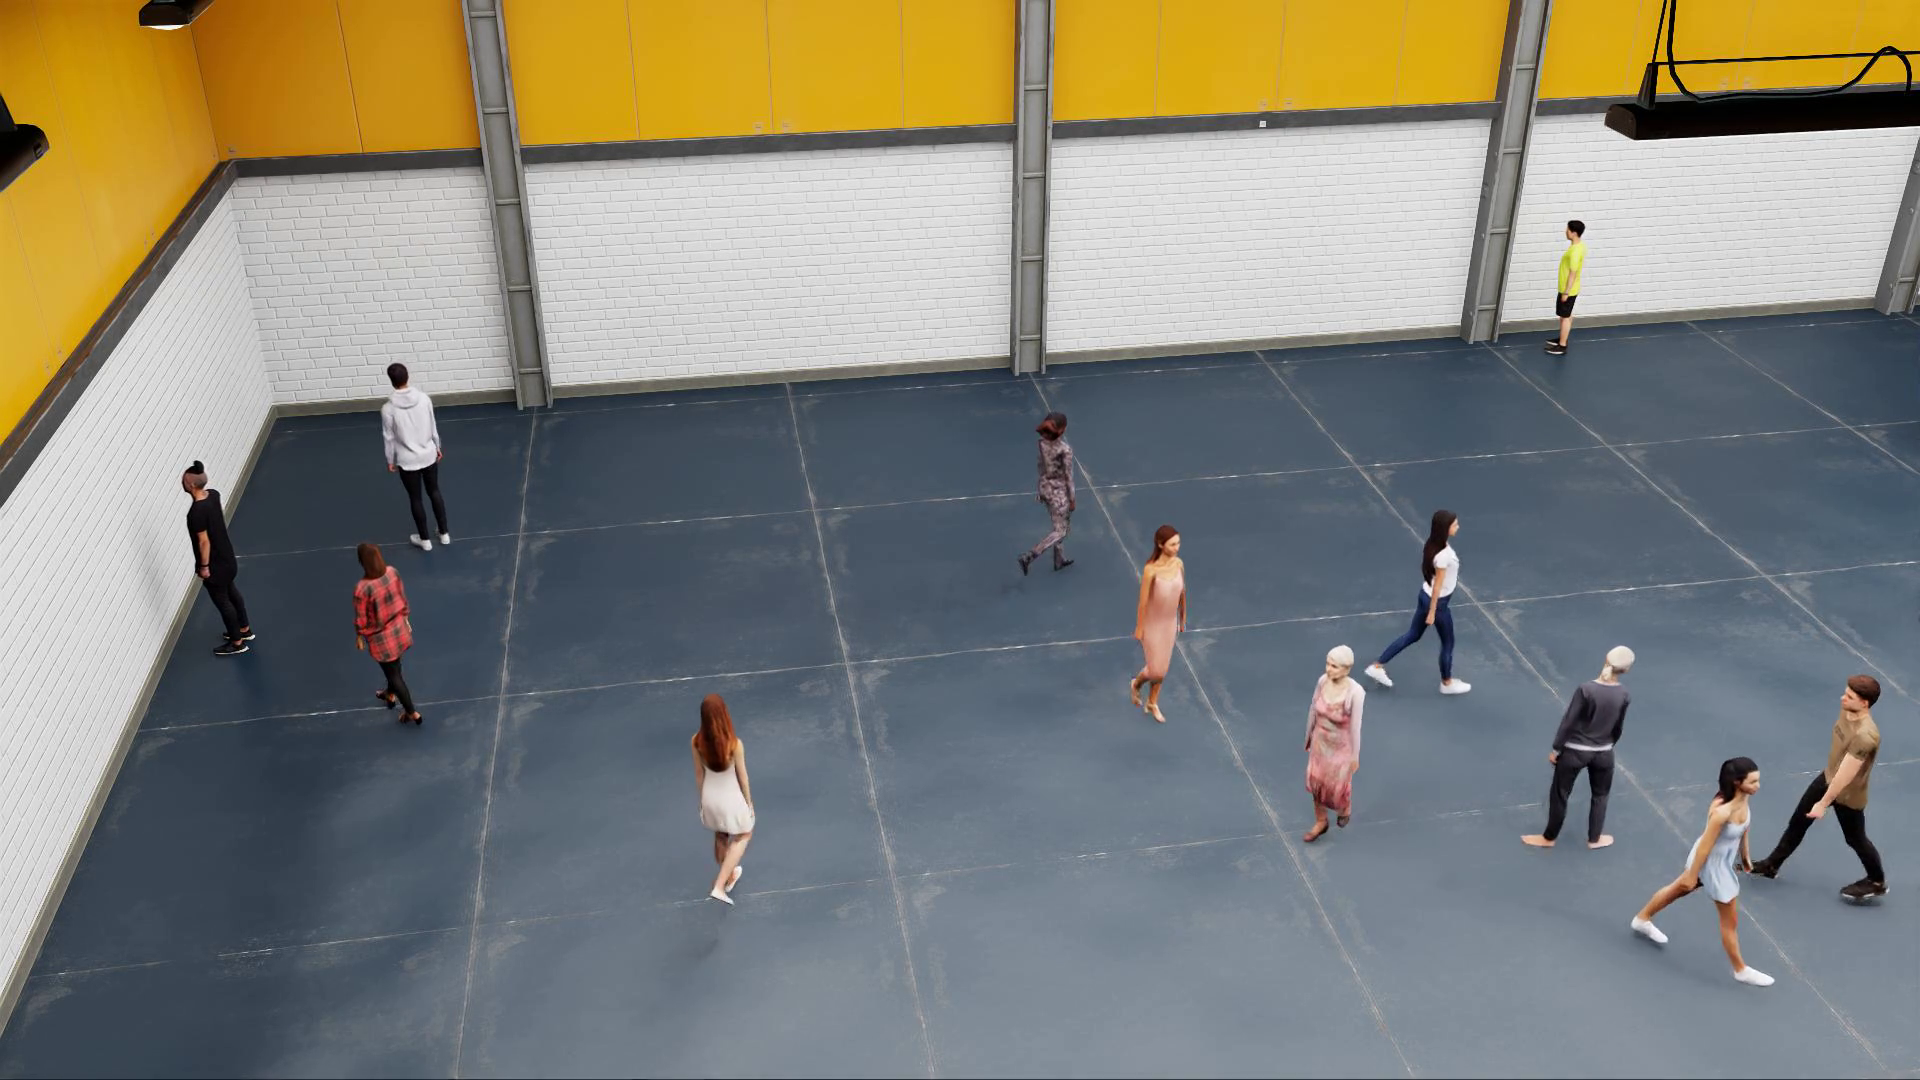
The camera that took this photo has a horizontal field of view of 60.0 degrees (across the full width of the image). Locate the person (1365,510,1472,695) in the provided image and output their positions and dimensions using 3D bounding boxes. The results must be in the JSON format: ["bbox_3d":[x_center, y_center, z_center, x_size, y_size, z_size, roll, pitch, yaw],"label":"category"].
[{"bbox_3d":[3.895,0.549,14.031,1.189,1.740,0.798,2,29,4],"label":"person"}]

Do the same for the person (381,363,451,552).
[{"bbox_3d":[-5.333,-0.824,16.365,0.759,1.916,0.868,-23,36,-35],"label":"person"}]

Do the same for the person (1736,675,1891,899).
[{"bbox_3d":[6.305,1.789,11.695,1.328,1.801,0.921,3,29,6],"label":"person"}]

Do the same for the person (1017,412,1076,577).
[{"bbox_3d":[0.847,-0.390,15.800,1.062,1.694,0.859,-20,35,-32],"label":"person"}]

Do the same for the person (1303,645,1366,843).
[{"bbox_3d":[2.821,1.502,12.350,0.858,1.677,0.786,-23,36,-36],"label":"person"}]

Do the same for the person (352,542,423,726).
[{"bbox_3d":[-4.664,0.792,13.642,0.976,1.687,0.896,16,32,26],"label":"person"}]

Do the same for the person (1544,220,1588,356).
[{"bbox_3d":[7.671,-3.198,20.934,0.708,1.707,0.700,12,31,21],"label":"person"}]

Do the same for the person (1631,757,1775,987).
[{"bbox_3d":[4.965,2.145,11.180,1.160,1.669,1.158,22,35,34],"label":"person"}]

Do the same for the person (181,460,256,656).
[{"bbox_3d":[-6.574,0.140,14.654,0.585,1.863,0.695,-3,29,-6],"label":"person"}]

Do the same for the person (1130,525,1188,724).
[{"bbox_3d":[1.576,0.668,13.725,0.747,1.824,0.815,-18,34,-30],"label":"person"}]

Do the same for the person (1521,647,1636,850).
[{"bbox_3d":[4.580,1.549,12.240,0.531,1.701,0.934,-8,30,-15],"label":"person"}]

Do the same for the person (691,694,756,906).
[{"bbox_3d":[-1.683,1.868,11.659,0.864,1.697,0.846,9,30,16],"label":"person"}]
